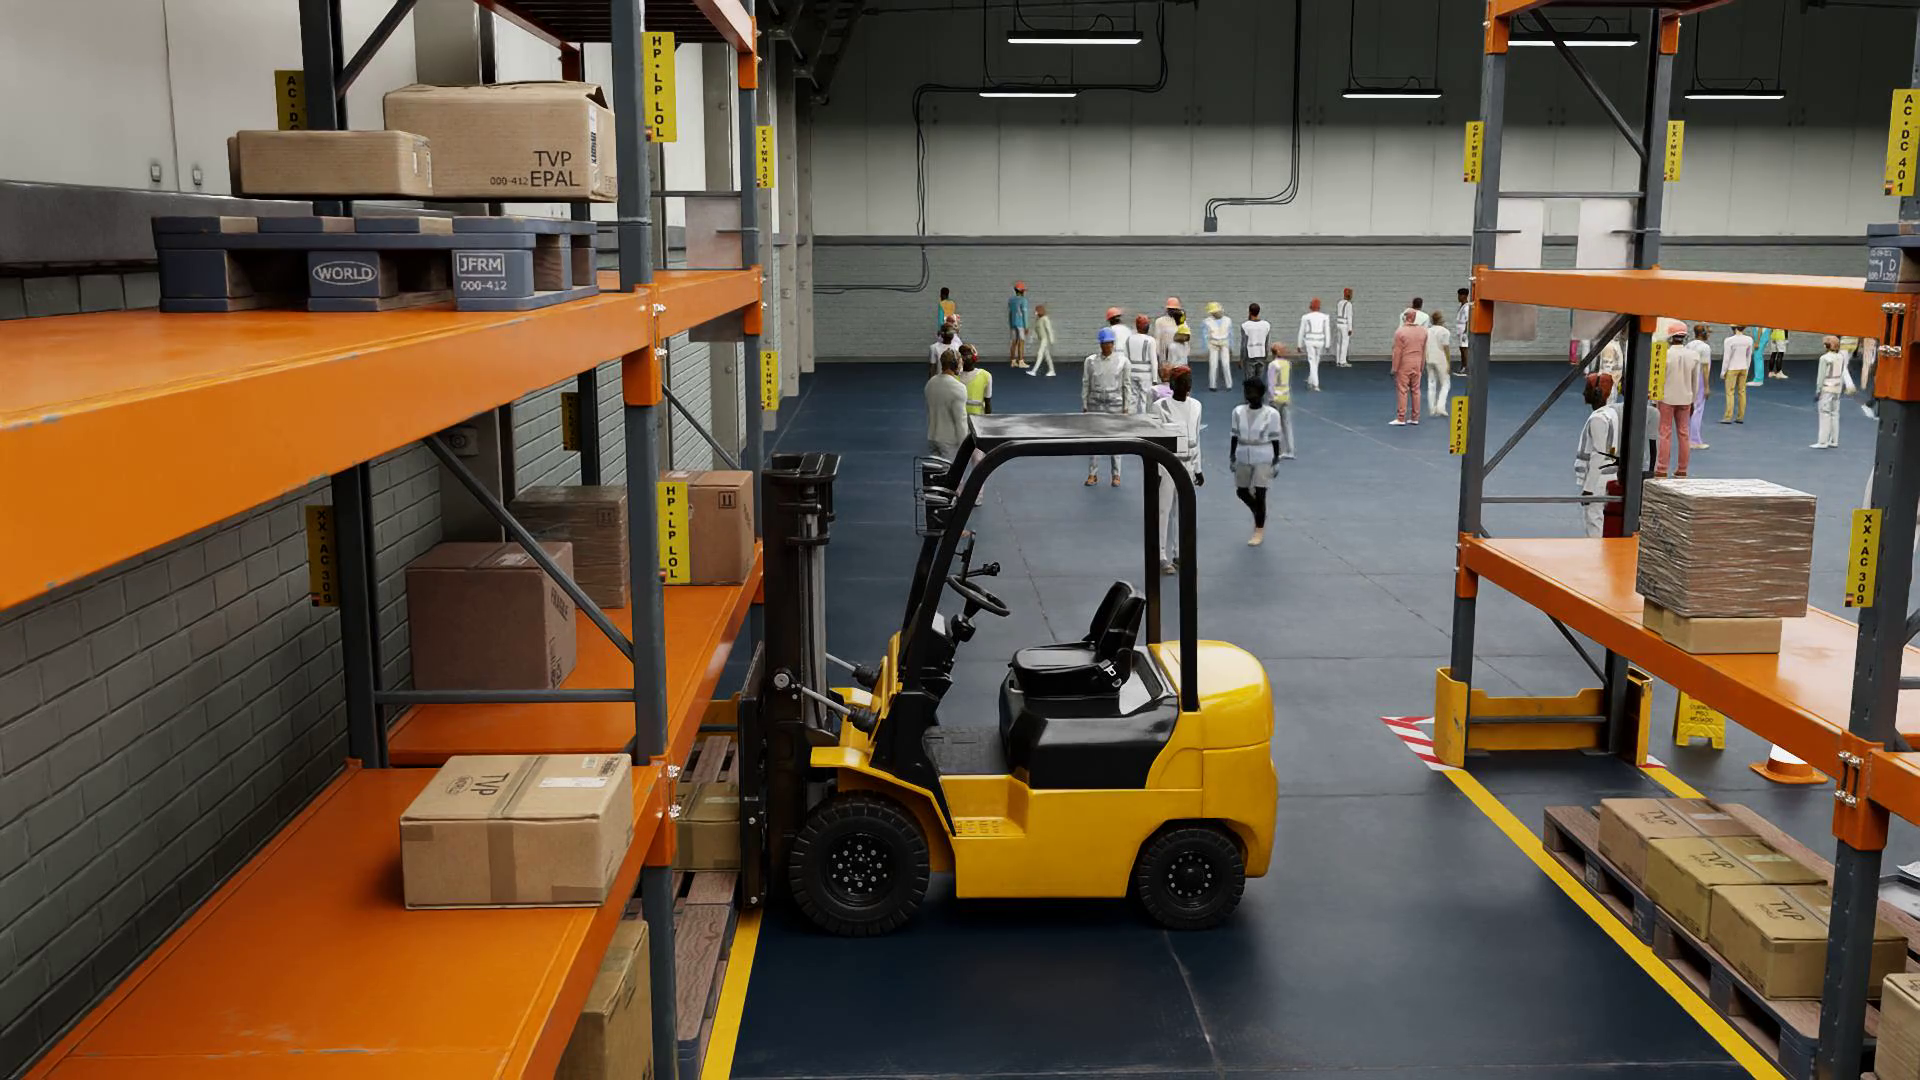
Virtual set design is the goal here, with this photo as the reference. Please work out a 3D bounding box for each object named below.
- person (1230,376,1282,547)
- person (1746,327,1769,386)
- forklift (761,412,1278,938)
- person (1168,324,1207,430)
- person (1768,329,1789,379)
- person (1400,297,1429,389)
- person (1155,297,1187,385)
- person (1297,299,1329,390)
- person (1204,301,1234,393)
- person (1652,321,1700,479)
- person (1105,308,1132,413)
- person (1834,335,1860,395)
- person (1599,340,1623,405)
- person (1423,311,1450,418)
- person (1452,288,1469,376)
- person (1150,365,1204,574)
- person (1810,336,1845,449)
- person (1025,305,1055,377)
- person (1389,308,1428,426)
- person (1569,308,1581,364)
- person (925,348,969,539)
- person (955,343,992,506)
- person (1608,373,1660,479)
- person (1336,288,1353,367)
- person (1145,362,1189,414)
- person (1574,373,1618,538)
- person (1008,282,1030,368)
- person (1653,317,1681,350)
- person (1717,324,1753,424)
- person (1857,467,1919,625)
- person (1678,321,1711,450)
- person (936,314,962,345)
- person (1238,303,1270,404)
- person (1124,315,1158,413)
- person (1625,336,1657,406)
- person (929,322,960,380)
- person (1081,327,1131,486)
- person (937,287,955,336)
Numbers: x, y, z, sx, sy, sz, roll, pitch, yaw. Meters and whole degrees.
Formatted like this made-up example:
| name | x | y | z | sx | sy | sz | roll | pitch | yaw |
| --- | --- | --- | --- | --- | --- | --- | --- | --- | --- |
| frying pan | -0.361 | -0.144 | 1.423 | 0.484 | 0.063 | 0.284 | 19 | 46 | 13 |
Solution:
| name | x | y | z | sx | sy | sz | roll | pitch | yaw |
| --- | --- | --- | --- | --- | --- | --- | --- | --- | --- |
| person | 2.966 | -0.797 | 16.525 | 0.584 | 1.679 | 0.591 | 7 | 12 | 35 |
| person | 16.603 | -4.112 | 34.555 | 0.357 | 1.835 | 0.516 | 6 | 12 | 31 |
| forklift | 0.291 | 0.548 | 7.580 | 2.313 | 2.155 | 1.214 | 0 | 10 | -2 |
| person | 3.471 | -2.543 | 26.199 | 0.492 | 1.694 | 0.907 | -9 | 13 | -40 |
| person | 17.977 | -4.389 | 36.464 | 0.322 | 1.697 | 0.532 | -1 | 10 | -7 |
| person | 9.233 | -4.022 | 33.999 | 0.612 | 1.867 | 0.925 | 7 | 13 | 36 |
| person | 3.793 | -3.358 | 29.904 | 0.612 | 1.991 | 0.392 | -3 | 11 | -14 |
| person | 7.161 | -3.963 | 33.728 | 0.598 | 1.832 | 0.979 | -1 | 10 | -8 |
| person | 5.144 | -3.830 | 33.042 | 0.601 | 1.822 | 0.403 | 0 | 10 | -2 |
| person | 8.965 | -1.747 | 20.920 | 0.612 | 1.994 | 0.394 | -1 | 10 | -7 |
| person | 2.645 | -2.993 | 28.222 | 0.558 | 1.859 | 0.989 | -5 | 11 | -25 |
| person | 17.310 | -3.736 | 32.498 | 0.643 | 1.820 | 0.746 | -4 | 11 | -24 |
| person | 9.467 | -2.283 | 24.117 | 0.390 | 1.925 | 0.549 | 6 | 12 | 30 |
| person | 8.102 | -2.981 | 28.321 | 0.548 | 1.813 | 0.407 | 9 | 13 | 41 |
| person | 11.266 | -4.657 | 37.213 | 0.364 | 1.962 | 0.611 | 1 | 10 | 8 |
| person | 1.969 | -0.641 | 15.072 | 0.573 | 1.883 | 0.355 | -7 | 12 | -34 |
| person | 12.583 | -2.136 | 24.083 | 0.522 | 1.636 | 0.310 | -6 | 12 | -30 |
| person | 1.794 | -4.412 | 36.907 | 0.864 | 1.578 | 0.533 | -5 | 11 | -27 |
| person | 7.287 | -2.816 | 27.122 | 0.639 | 1.910 | 0.407 | -4 | 11 | -23 |
| person | 15.113 | -5.291 | 40.663 | 0.379 | 1.996 | 0.610 | 3 | 11 | 17 |
| person | -0.130 | -0.970 | 16.794 | 0.369 | 1.932 | 0.623 | -7 | 13 | -36 |
| person | 0.087 | -1.307 | 18.882 | 0.566 | 1.846 | 0.389 | 3 | 11 | 16 |
| person | 5.903 | -0.581 | 14.759 | 0.514 | 1.876 | 0.328 | 7 | 12 | 33 |
| person | 9.225 | -5.088 | 39.867 | 0.359 | 1.877 | 0.589 | -2 | 10 | -13 |
| person | 2.341 | -1.191 | 18.848 | 0.520 | 1.632 | 0.321 | -1 | 10 | -7 |
| person | 5.420 | -0.489 | 14.221 | 0.350 | 1.882 | 0.583 | 5 | 11 | 27 |
| person | 1.413 | -5.092 | 39.419 | 0.373 | 2.042 | 0.614 | -9 | 13 | -40 |
| person | 14.593 | -4.206 | 34.489 | 0.708 | 2.000 | 0.961 | -3 | 11 | -17 |
| person | 12.751 | -2.787 | 27.353 | 0.525 | 1.769 | 0.312 | -3 | 11 | -15 |
| person | 6.174 | 0.105 | 11.062 | 0.384 | 1.837 | 0.560 | 2 | 10 | 9 |
| person | 10.649 | -2.230 | 24.031 | 0.334 | 1.844 | 0.509 | -2 | 10 | -10 |
| person | -0.117 | -2.461 | 25.178 | 0.400 | 1.900 | 0.647 | -4 | 11 | -21 |
| person | 5.152 | -3.181 | 29.118 | 0.587 | 1.920 | 0.390 | -5 | 11 | -24 |
| person | 2.740 | -2.444 | 25.109 | 0.584 | 1.883 | 0.345 | 9 | 14 | 42 |
| person | 11.931 | -3.026 | 29.156 | 0.533 | 1.595 | 0.698 | 6 | 12 | 29 |
| person | -0.190 | -2.199 | 23.847 | 0.513 | 1.846 | 0.334 | -3 | 10 | -14 |
| person | 1.786 | -1.628 | 20.378 | 0.614 | 1.950 | 0.375 | 2 | 10 | 13 |
| person | -0.311 | -5.011 | 39.360 | 0.391 | 1.911 | 0.585 | 6 | 12 | 32 |
